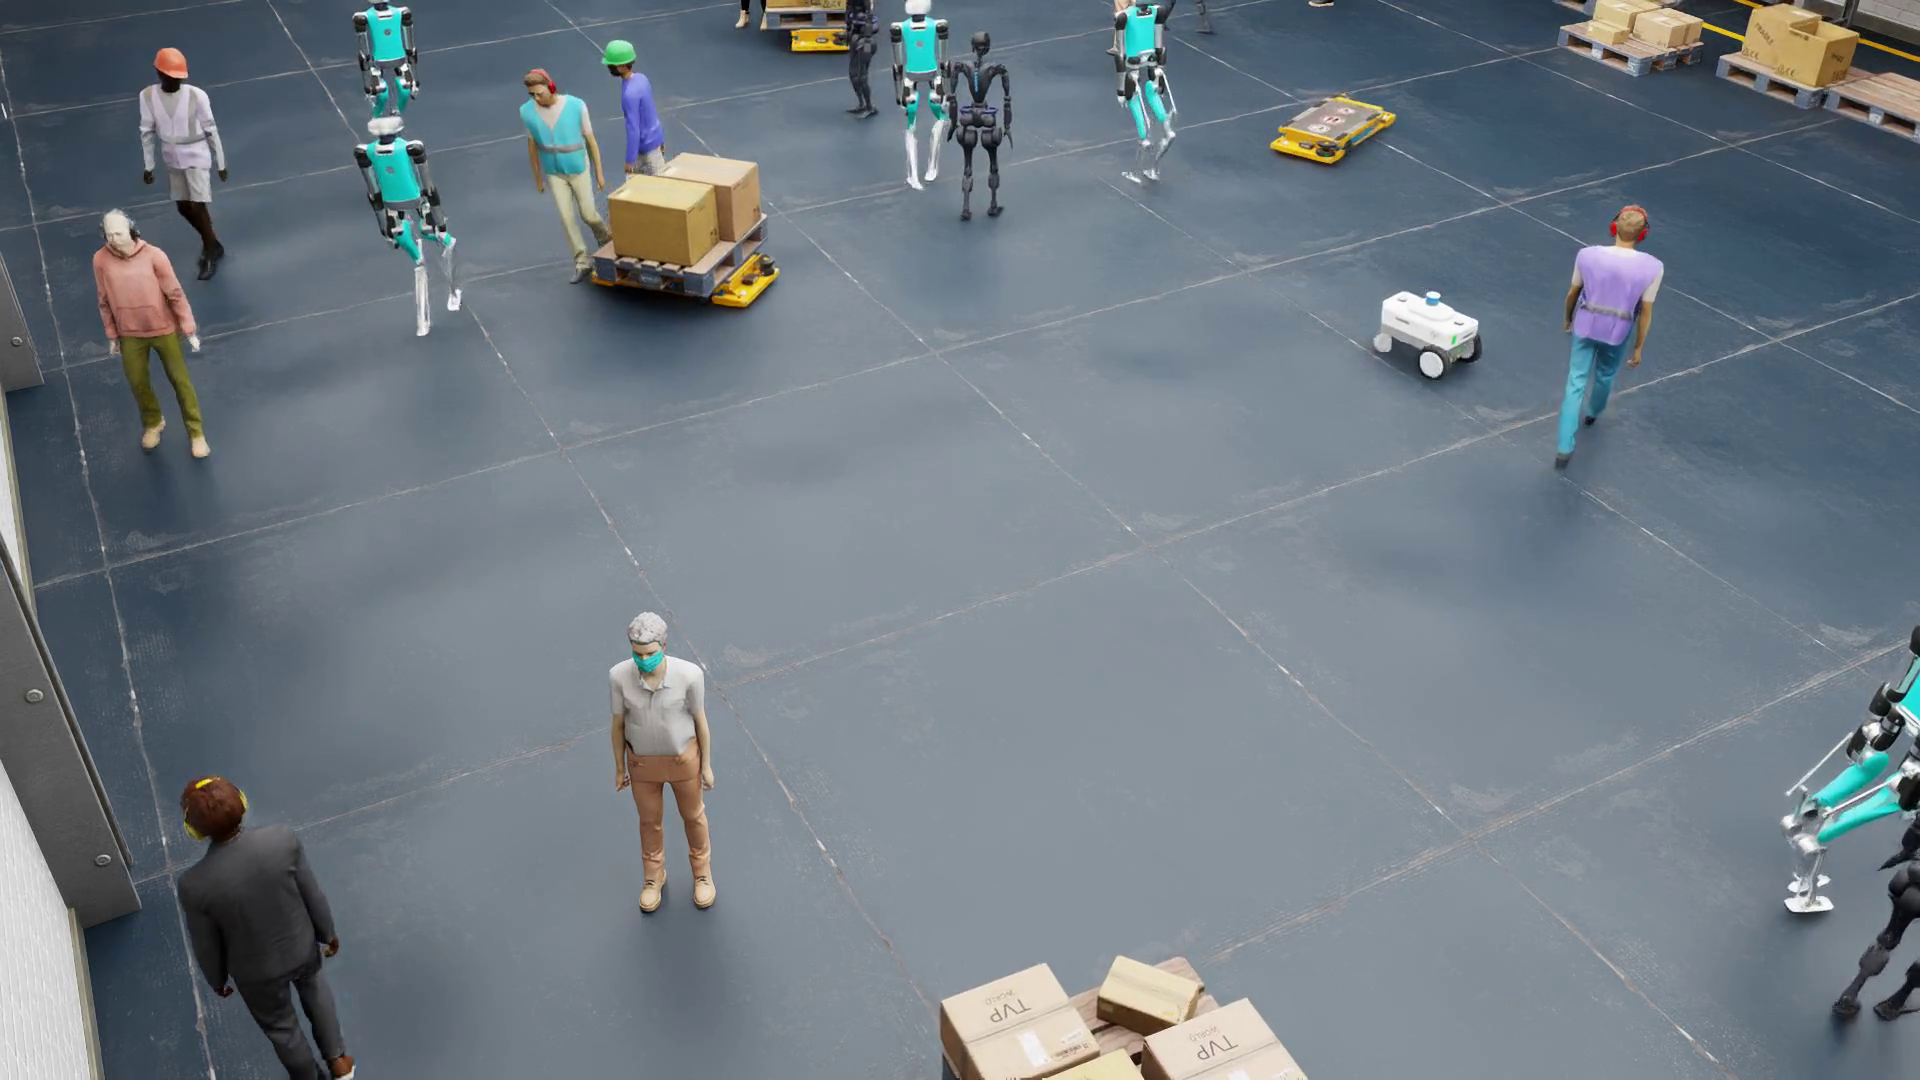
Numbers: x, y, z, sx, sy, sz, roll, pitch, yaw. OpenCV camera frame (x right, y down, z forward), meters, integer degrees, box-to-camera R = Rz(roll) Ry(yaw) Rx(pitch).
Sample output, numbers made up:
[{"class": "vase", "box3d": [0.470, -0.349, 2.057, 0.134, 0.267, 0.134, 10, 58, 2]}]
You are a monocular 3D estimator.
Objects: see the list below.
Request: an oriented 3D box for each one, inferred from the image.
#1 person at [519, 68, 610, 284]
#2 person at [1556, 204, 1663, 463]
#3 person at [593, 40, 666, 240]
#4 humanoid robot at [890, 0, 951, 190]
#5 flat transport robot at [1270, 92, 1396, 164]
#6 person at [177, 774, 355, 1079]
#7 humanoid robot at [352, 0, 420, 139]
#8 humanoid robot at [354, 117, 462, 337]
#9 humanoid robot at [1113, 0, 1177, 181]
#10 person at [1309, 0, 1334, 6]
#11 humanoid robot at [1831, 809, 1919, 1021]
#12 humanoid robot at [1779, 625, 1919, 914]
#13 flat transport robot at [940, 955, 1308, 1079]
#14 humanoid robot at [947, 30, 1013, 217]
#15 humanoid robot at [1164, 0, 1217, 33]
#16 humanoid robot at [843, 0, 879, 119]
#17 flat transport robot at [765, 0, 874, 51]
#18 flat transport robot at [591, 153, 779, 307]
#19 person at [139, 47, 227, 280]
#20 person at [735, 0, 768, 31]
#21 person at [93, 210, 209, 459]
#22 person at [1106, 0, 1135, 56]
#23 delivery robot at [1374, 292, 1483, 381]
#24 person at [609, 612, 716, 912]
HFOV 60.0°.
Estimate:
[{"class": "person", "box3d": [-3.235, -3.049, 13.724, 0.612, 1.814, 0.547, 3, 35, 4]}, {"class": "person", "box3d": [4.442, -1.465, 11.478, 0.568, 1.794, 0.965, 14, 37, 19]}, {"class": "person", "box3d": [-2.710, -3.390, 14.227, 1.015, 1.808, 0.470, -4, 35, -5]}, {"class": "humanoid robot", "box3d": [-0.349, -4.164, 15.355, 0.552, 1.759, 0.717, 0, 35, 0]}, {"class": "flat transport robot", "box3d": [3.736, -4.112, 16.586, 0.659, 0.231, 1.431, 24, 42, 30]}, {"class": "person", "box3d": [-2.884, 1.690, 6.912, 0.526, 1.858, 0.442, -28, 44, -34]}, {"class": "humanoid robot", "box3d": [-5.411, -4.332, 15.693, 0.549, 1.862, 0.835, -20, 40, -26]}, {"class": "humanoid robot", "box3d": [-4.264, -2.555, 13.108, 0.573, 1.790, 0.891, 1, 35, 2]}, {"class": "humanoid robot", "box3d": [1.768, -4.124, 15.311, 0.539, 1.744, 0.827, -17, 38, -22]}, {"class": "person", "box3d": [4.403, -7.363, 19.753, 0.374, 1.962, 0.605, 1, 35, 2]}, {"class": "humanoid robot", "box3d": [4.281, 1.552, 7.299, 0.470, 1.647, 0.592, -12, 37, -16]}, {"class": "humanoid robot", "box3d": [4.252, 1.117, 7.826, 0.843, 1.749, 0.554, -10, 36, -14]}, {"class": "flat transport robot", "box3d": [0.670, 2.539, 7.091, 0.659, 0.231, 1.431, -15, 38, -20]}, {"class": "humanoid robot", "box3d": [0.168, -3.646, 14.728, 0.613, 1.664, 0.439, 7, 36, 10]}, {"class": "humanoid robot", "box3d": [2.601, -6.600, 18.952, 0.786, 1.621, 0.612, 18, 39, 24]}, {"class": "humanoid robot", "box3d": [-1.003, -5.097, 16.773, 0.309, 1.648, 0.611, -16, 38, -21]}, {"class": "flat transport robot", "box3d": [-1.614, -5.968, 19.237, 0.659, 0.231, 1.431, -2, 35, -4]}, {"class": "flat transport robot", "box3d": [-2.305, -2.263, 13.946, 1.431, 0.231, 0.659, 11, 37, 16]}, {"class": "person", "box3d": [-6.410, -3.104, 13.729, 0.584, 1.900, 0.492, 3, 35, 4]}, {"class": "person", "box3d": [-2.403, -6.710, 19.051, 0.534, 1.696, 0.318, 9, 36, 12]}, {"class": "person", "box3d": [-5.548, -1.429, 11.394, 0.642, 1.832, 0.476, -5, 35, -8]}, {"class": "person", "box3d": [1.858, -6.165, 18.292, 0.462, 1.675, 0.374, -19, 39, -25]}, {"class": "delivery robot", "box3d": [3.603, -1.600, 12.765, 0.499, 0.611, 0.809, -27, 43, -33]}, {"class": "person", "box3d": [-1.413, 1.059, 7.915, 0.473, 1.747, 0.320, -2, 35, -3]}]
